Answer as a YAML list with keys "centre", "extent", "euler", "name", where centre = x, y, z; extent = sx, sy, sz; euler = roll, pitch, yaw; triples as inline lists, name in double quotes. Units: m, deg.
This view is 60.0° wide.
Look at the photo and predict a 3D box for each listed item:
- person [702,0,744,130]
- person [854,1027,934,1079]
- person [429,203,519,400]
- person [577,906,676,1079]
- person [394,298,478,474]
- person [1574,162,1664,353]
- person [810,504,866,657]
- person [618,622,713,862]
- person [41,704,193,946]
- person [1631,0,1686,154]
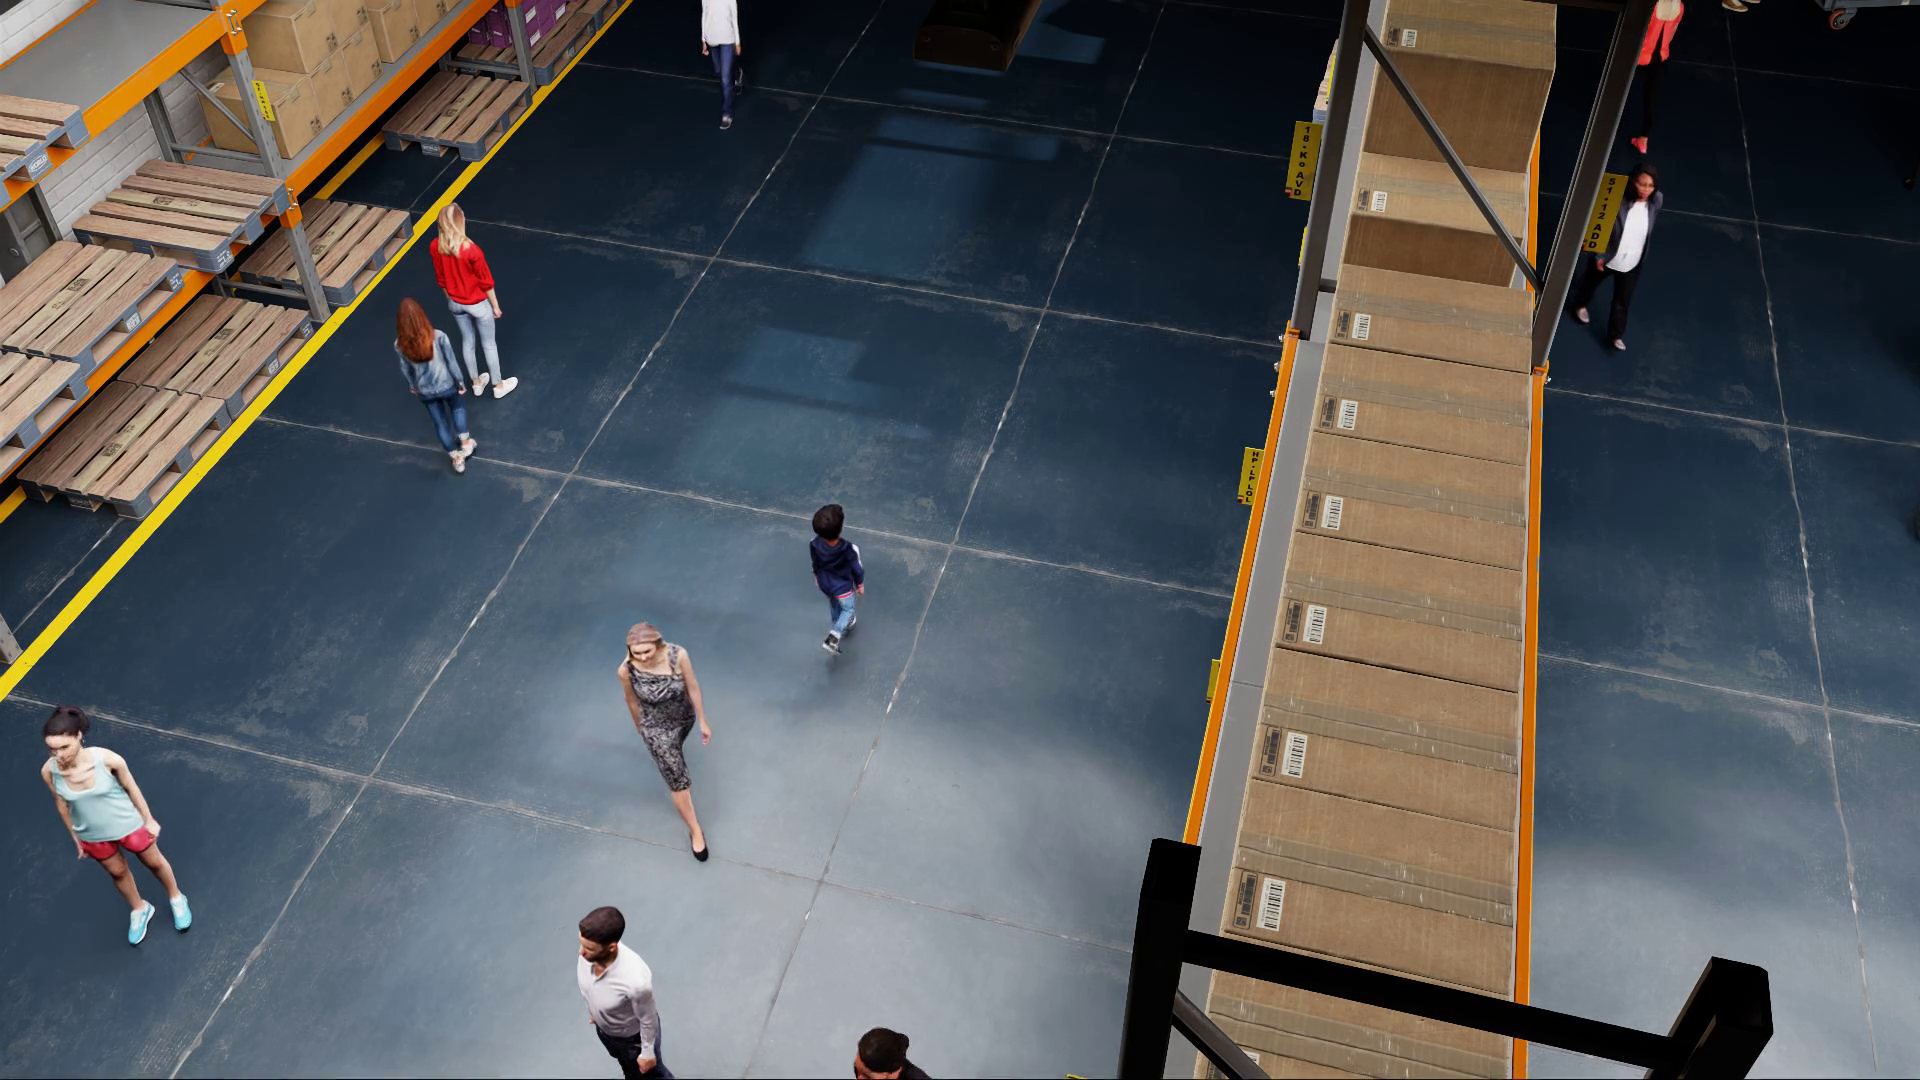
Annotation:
- centre: [-2.273, -4.837, 16.049]
  extent: [0.512, 1.533, 1.025]
  euler: [10, 45, 10]
  name: "person"
- centre: [-0.232, 2.747, 7.998]
  extent: [0.726, 1.658, 0.906]
  euler: [17, 46, 17]
  name: "person"
- centre: [-3.759, -1.821, 12.759]
  extent: [0.614, 1.704, 0.477]
  euler: [11, 45, 11]
  name: "person"
- centre: [-1.648, 2.379, 8.231]
  extent: [0.716, 1.869, 0.737]
  euler: [33, 53, 30]
  name: "person"
- centre: [-3.838, -1.076, 12.150]
  extent: [0.685, 1.466, 0.714]
  euler: [-6, 44, -7]
  name: "person"
- centre: [5.280, -2.356, 13.426]
  extent: [0.842, 1.559, 1.080]
  euler: [0, 44, 0]
  name: "person"
- centre: [-0.828, 0.277, 10.911]
  extent: [0.599, 1.216, 0.729]
  euler: [19, 47, 19]
  name: "person"
- centre: [-1.743, 1.004, 9.831]
  extent: [1.096, 1.653, 1.210]
  euler: [-19, 47, -19]
  name: "person"
- centre: [-4.662, 1.573, 9.154]
  extent: [0.695, 1.763, 0.725]
  euler: [-11, 45, -11]
  name: "person"
- centre: [6.460, -4.427, 15.537]
  extent: [0.931, 1.645, 1.228]
  euler: [-6, 44, -6]
  name: "person"
